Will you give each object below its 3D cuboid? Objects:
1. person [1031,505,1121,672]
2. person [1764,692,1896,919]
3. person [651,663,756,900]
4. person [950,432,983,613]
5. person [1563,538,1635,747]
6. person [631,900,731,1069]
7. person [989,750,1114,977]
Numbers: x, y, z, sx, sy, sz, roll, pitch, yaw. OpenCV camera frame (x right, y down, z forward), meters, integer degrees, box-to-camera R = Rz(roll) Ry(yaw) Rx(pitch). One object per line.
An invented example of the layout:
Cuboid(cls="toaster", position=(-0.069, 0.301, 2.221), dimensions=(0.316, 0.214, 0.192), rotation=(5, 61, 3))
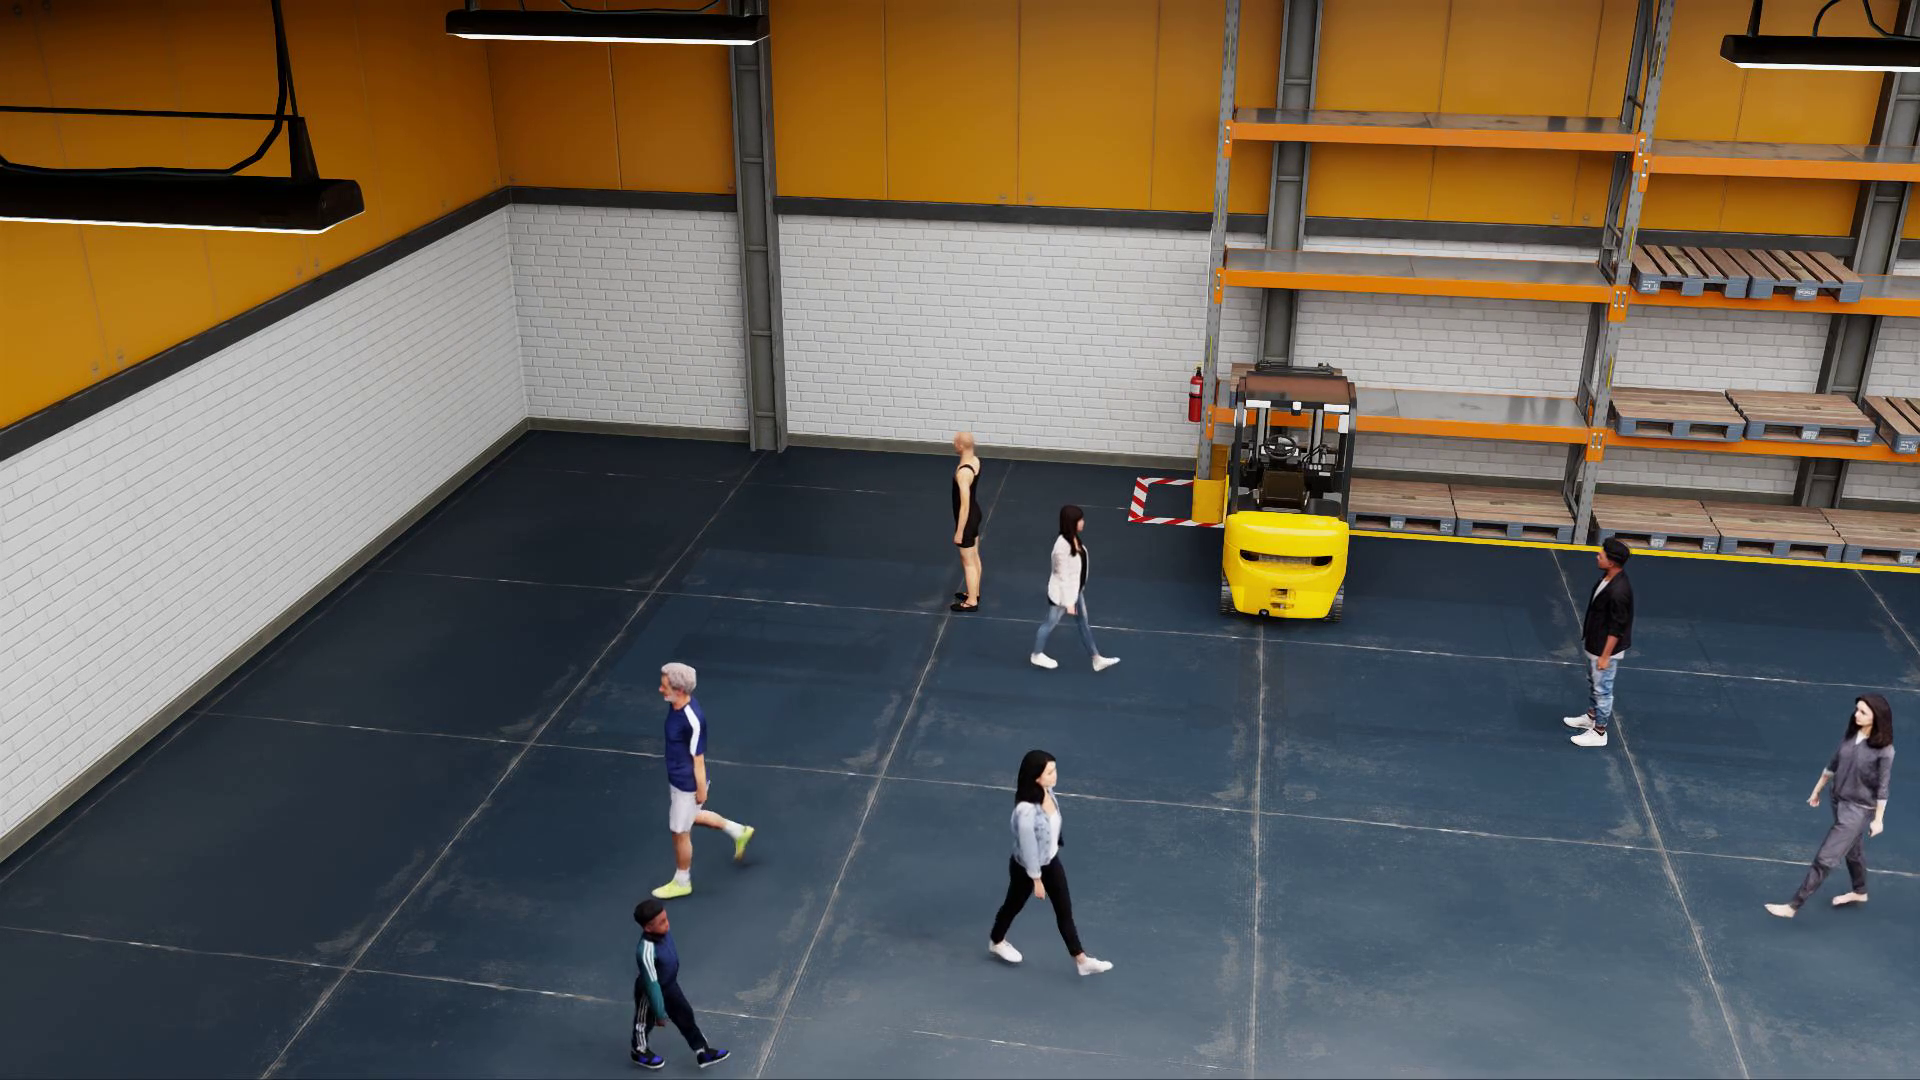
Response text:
Cuboid(cls="person", position=(0.864, 0.454, 14.751), dimensions=(1.107, 1.597, 0.783), rotation=(9, 25, 20))
Cuboid(cls="person", position=(6.215, 1.836, 11.429), dimensions=(1.190, 1.724, 0.856), rotation=(-4, 24, -9))
Cuboid(cls="person", position=(-1.838, 1.662, 11.712), dimensions=(1.154, 1.816, 1.014), rotation=(-11, 26, -24))
Cuboid(cls="person", position=(0.079, -0.185, 15.940), dimensions=(0.502, 1.814, 0.638), rotation=(5, 24, 11))
Cuboid(cls="person", position=(5.300, 0.825, 13.640), dimensions=(0.582, 1.805, 0.685), rotation=(5, 24, 11))
Cuboid(cls="person", position=(-1.884, 2.704, 10.064), dimensions=(0.872, 1.229, 0.582), rotation=(7, 24, 15))
Cuboid(cls="person", position=(0.403, 2.118, 10.863), dimensions=(1.171, 1.661, 0.816), rotation=(11, 26, 23))
